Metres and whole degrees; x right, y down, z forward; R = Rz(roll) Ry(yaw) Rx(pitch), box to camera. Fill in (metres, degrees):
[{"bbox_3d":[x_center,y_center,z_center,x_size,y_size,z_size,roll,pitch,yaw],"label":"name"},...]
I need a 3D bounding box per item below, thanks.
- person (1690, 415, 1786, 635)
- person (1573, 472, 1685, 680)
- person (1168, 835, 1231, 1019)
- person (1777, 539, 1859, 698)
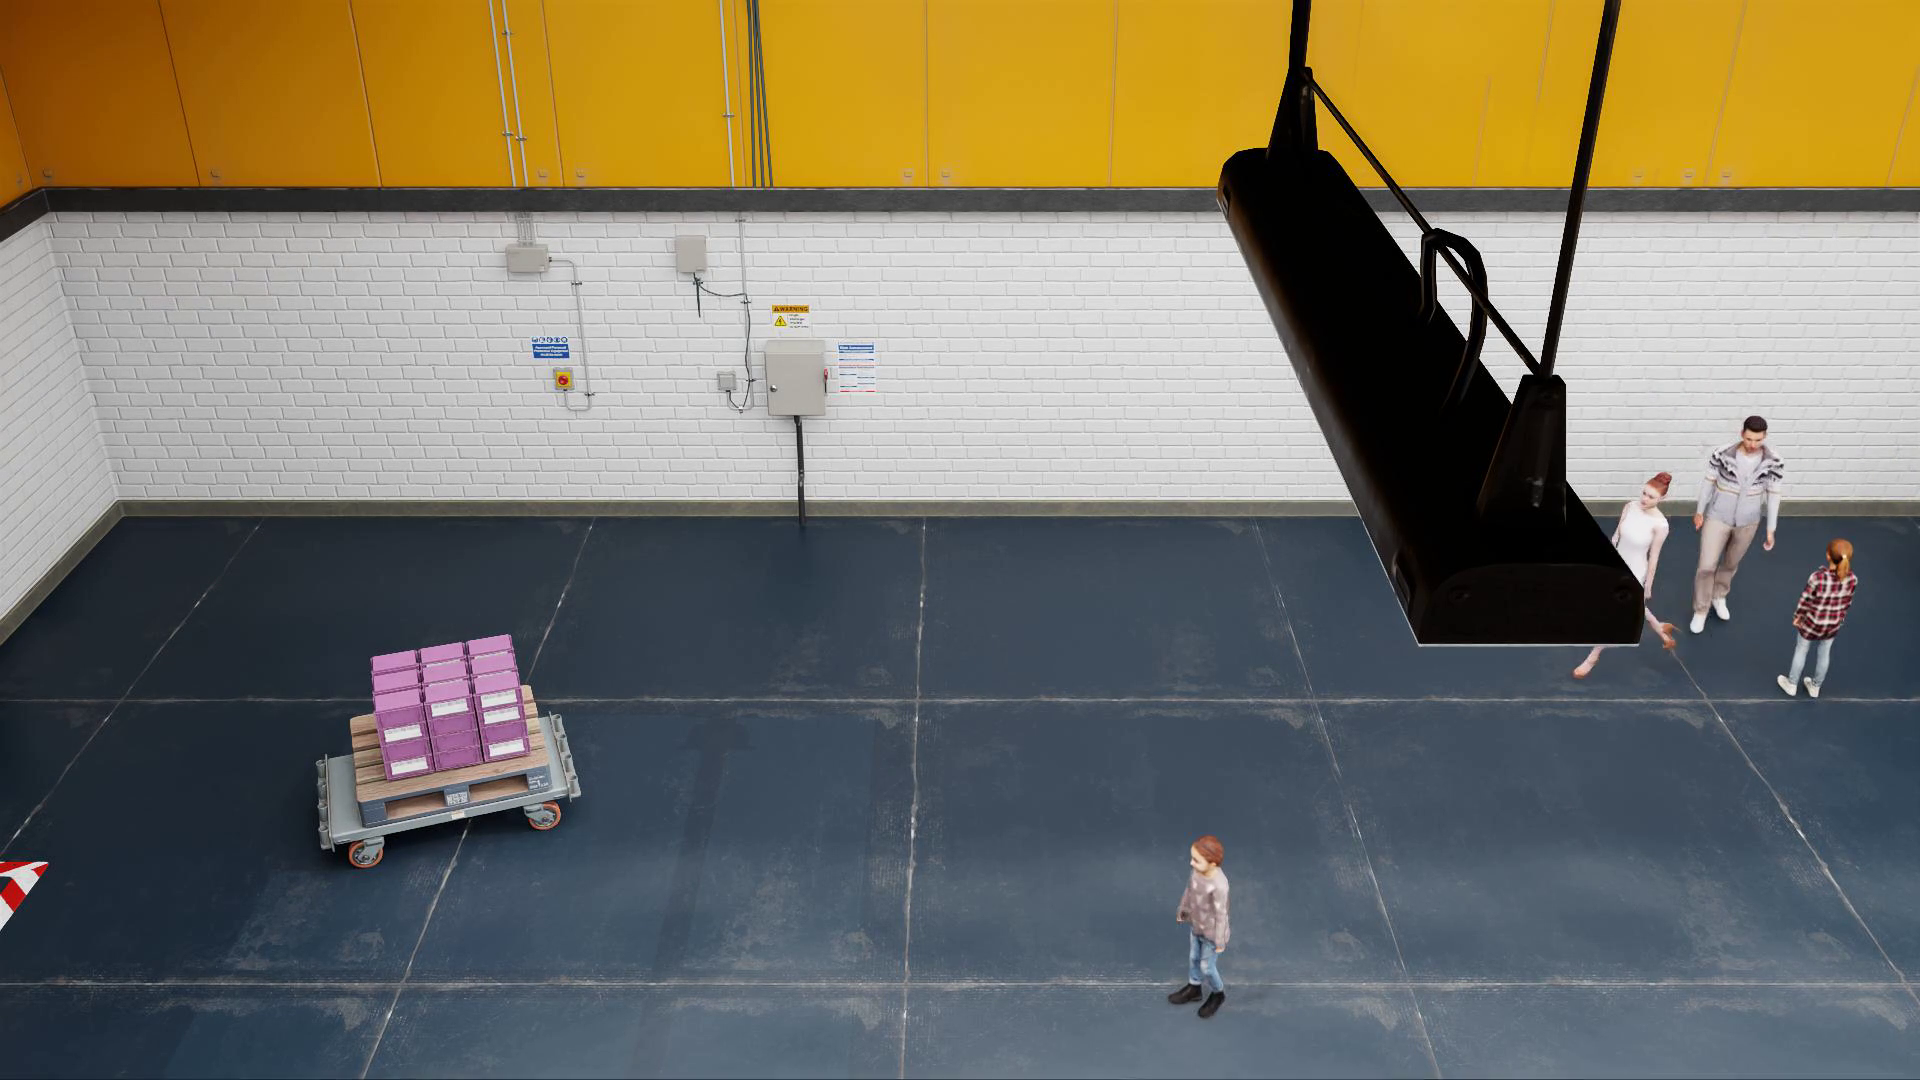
[{"bbox_3d":[6.131,-0.214,13.219,0.857,1.831,0.982,5,29,8],"label":"person"},{"bbox_3d":[5.074,0.278,12.396,0.849,1.755,1.104,-7,29,-12],"label":"person"},{"bbox_3d":[1.438,2.183,9.493,0.665,1.190,0.568,-13,31,-22],"label":"person"},{"bbox_3d":[6.392,0.582,12.308,0.546,1.306,0.538,2,29,4],"label":"person"}]
